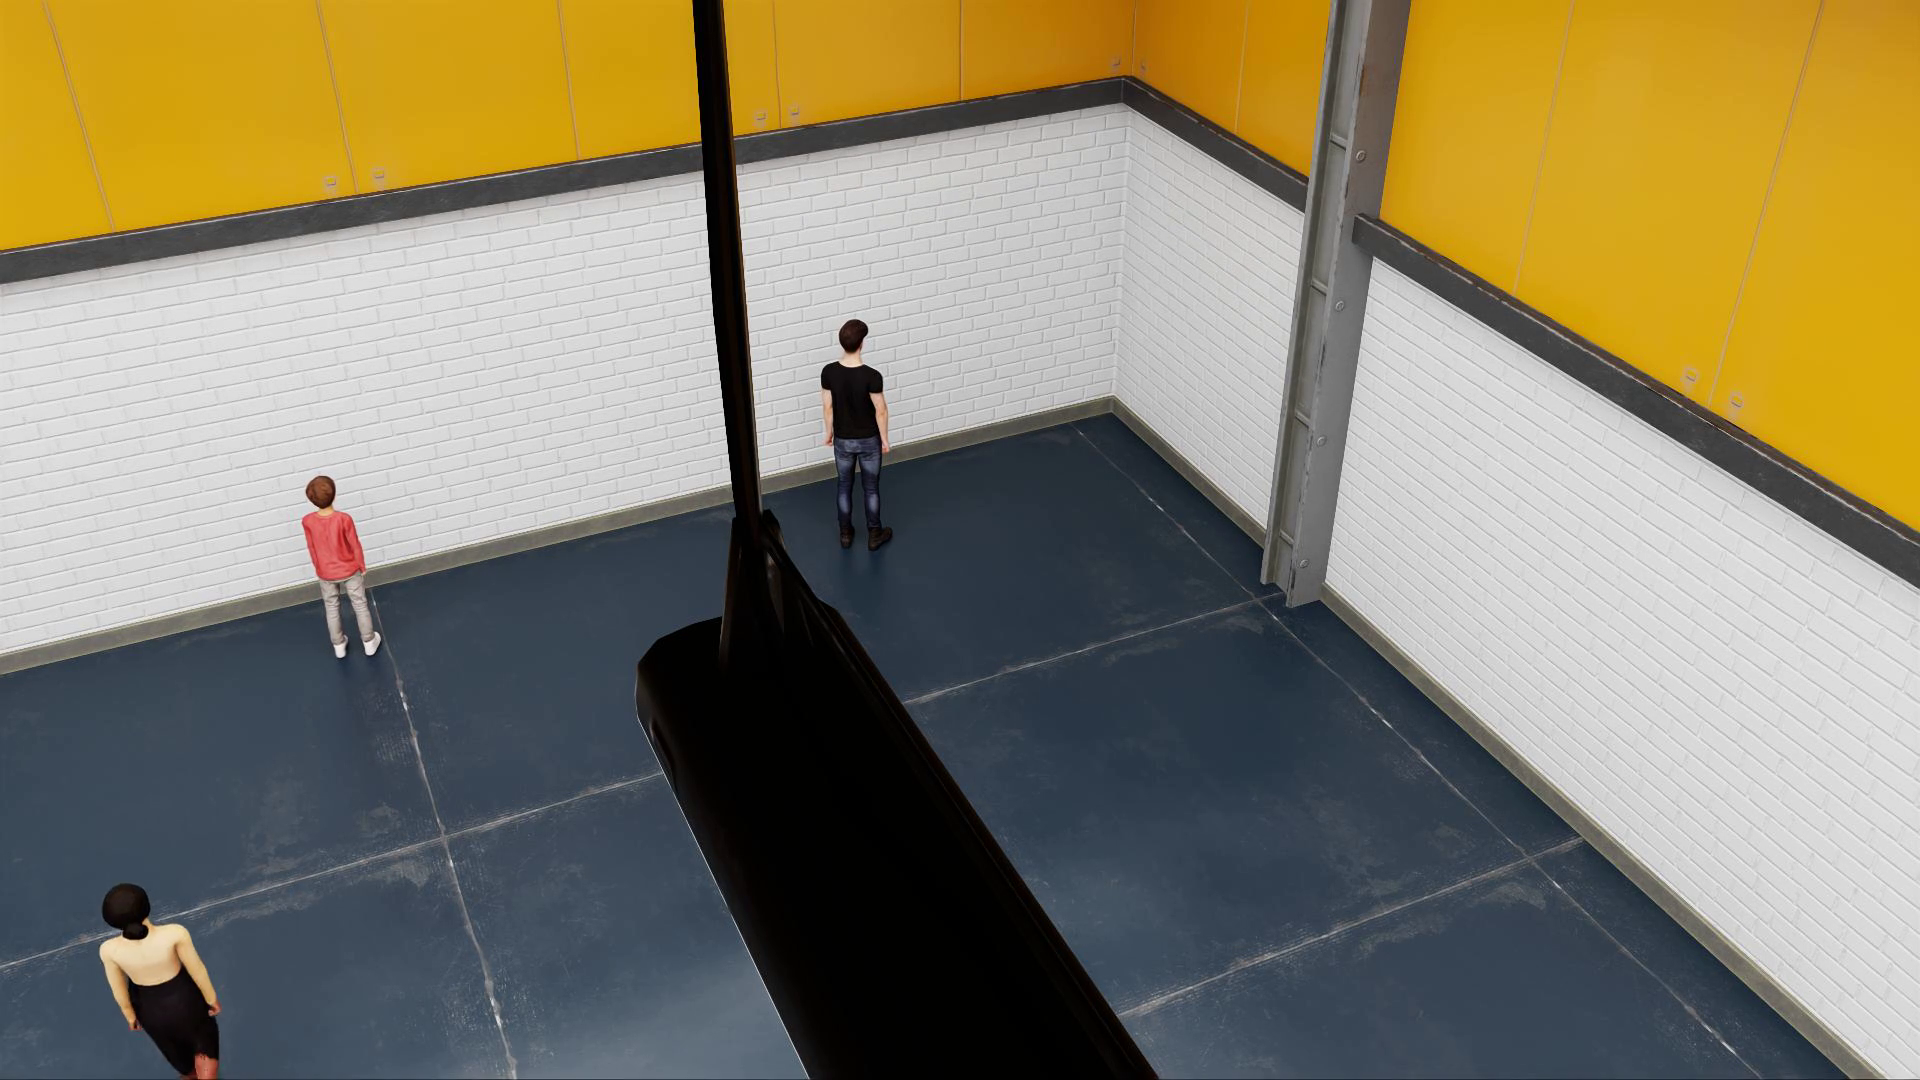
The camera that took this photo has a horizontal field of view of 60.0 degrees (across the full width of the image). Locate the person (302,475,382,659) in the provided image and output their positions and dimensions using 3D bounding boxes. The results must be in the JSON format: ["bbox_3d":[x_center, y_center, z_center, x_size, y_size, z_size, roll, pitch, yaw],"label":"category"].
[{"bbox_3d":[-4.329,0.192,11.566,0.565,1.415,0.560,-3,34,-5],"label":"person"}]

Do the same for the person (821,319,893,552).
[{"bbox_3d":[-0.784,-0.777,12.588,0.760,1.896,0.789,7,34,10],"label":"person"}]

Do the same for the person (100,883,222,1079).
[{"bbox_3d":[-3.853,2.346,8.119,0.630,1.643,0.828,-11,35,-16],"label":"person"}]
